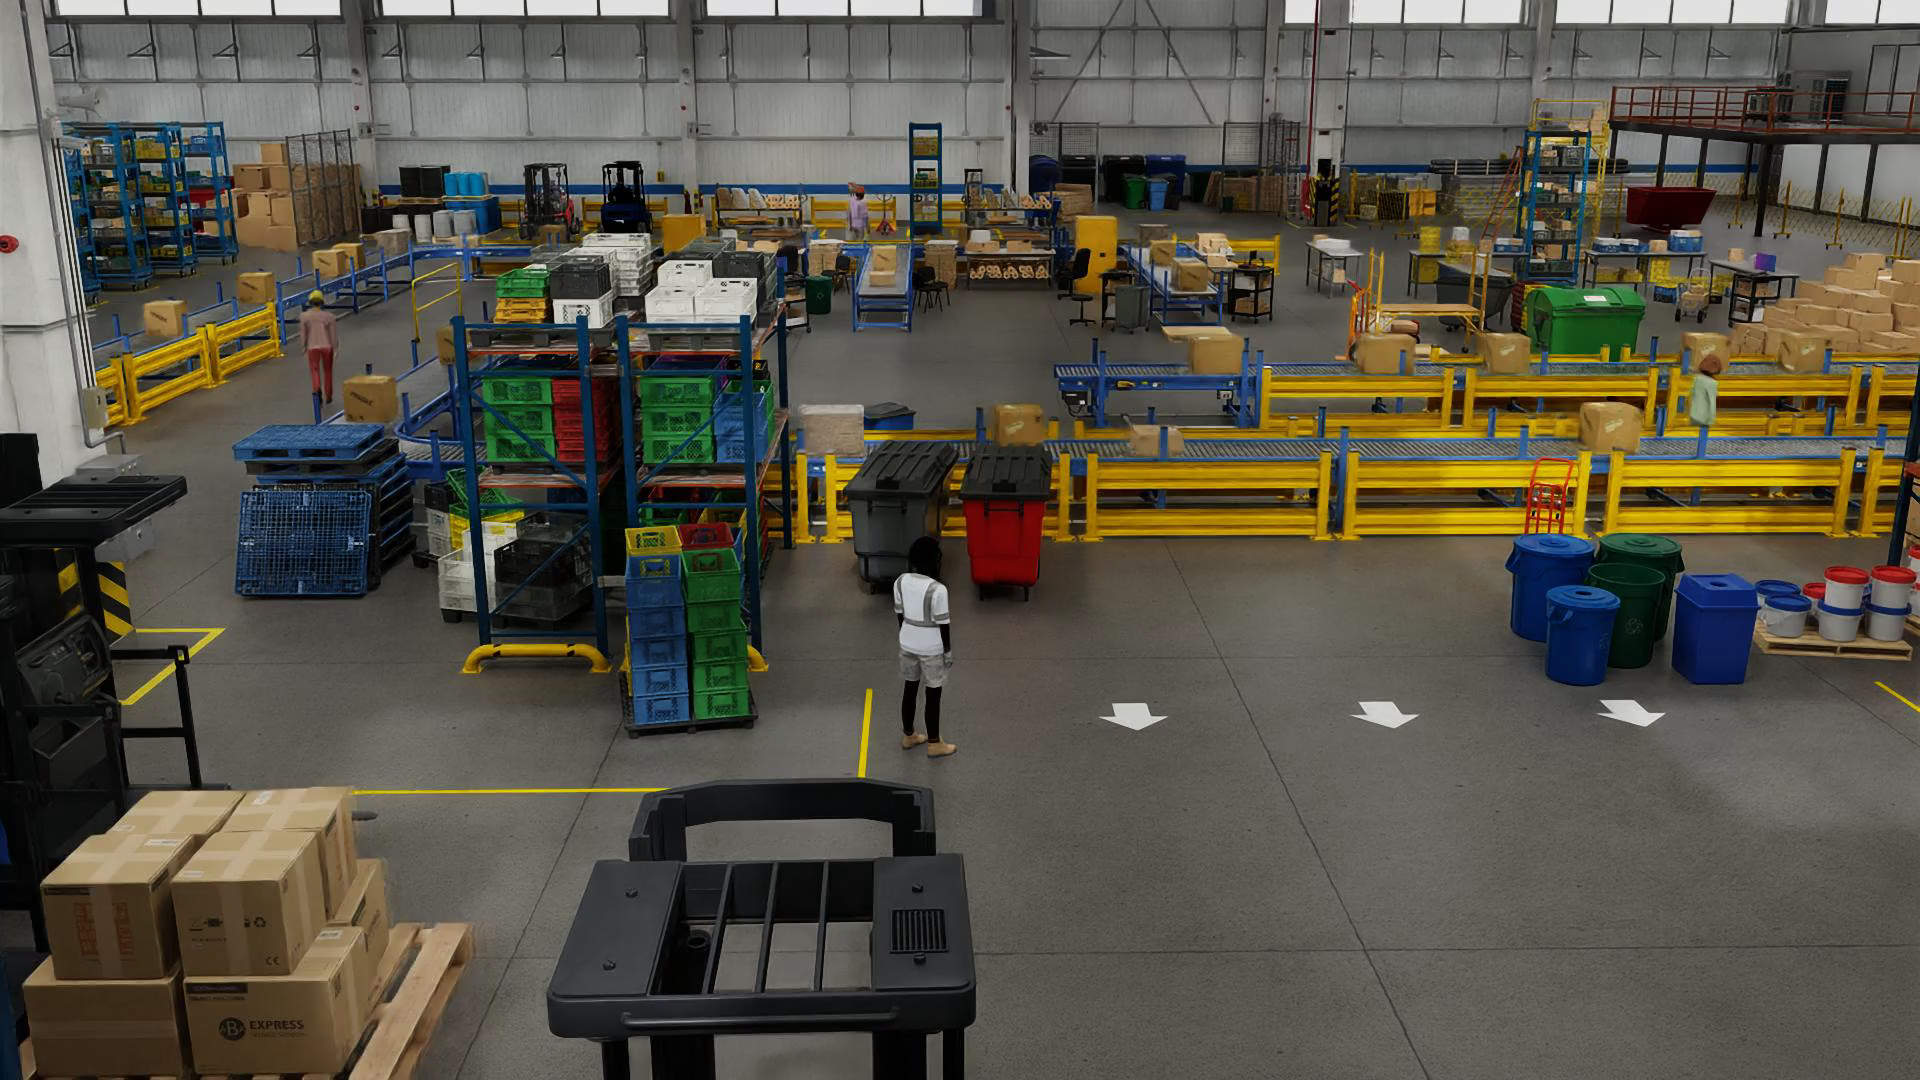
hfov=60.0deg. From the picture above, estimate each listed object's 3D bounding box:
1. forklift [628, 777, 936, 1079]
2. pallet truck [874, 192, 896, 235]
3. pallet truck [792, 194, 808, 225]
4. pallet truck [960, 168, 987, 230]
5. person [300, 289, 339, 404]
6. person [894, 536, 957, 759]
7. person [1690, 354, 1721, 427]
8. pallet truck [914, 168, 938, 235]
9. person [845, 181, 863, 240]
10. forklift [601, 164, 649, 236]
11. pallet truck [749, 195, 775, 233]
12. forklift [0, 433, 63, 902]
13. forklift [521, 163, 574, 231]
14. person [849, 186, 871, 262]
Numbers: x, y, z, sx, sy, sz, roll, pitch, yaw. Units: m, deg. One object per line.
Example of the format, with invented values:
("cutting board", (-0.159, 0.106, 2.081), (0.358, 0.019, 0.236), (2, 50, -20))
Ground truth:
("forklift", (-0.542, 2.165, 5.552), (1.129, 2.768, 1.873), (-1, 16, -2))
("pallet truck", (-2.277, -9.986, 50.594), (0.653, 1.274, 1.630), (0, 16, -1))
("pallet truck", (-4.814, -9.883, 50.259), (0.704, 1.261, 1.522), (-1, 16, -3))
("pallet truck", (0.383, -10.230, 50.206), (0.823, 1.965, 1.885), (-1, 16, -3))
("person", (-9.693, -2.914, 25.198), (0.543, 1.752, 0.485), (-5, 17, -17))
("person", (-0.262, 0.797, 12.416), (0.535, 1.697, 0.318), (14, 21, 40))
("person", (9.121, -1.480, 20.447), (0.396, 1.618, 0.526), (-1, 16, -2))
("pallet truck", (-0.989, -10.316, 50.507), (0.823, 1.965, 1.885), (1, 16, 3))
("person", (-2.973, -8.955, 45.998), (0.743, 1.877, 0.640), (-13, 21, -38))
("forklift", (-9.948, -10.127, 49.296), (1.157, 1.987, 2.680), (-1, 16, -3))
("pallet truck", (-6.051, -9.967, 50.660), (0.680, 1.201, 1.601), (0, 16, -1))
("forklift", (-5.952, 0.780, 10.366), (1.873, 2.768, 1.129), (0, 16, -1))
("forklift", (-12.233, -10.122, 49.298), (1.157, 1.987, 2.680), (0, 16, -1))
("person", (-2.511, -8.024, 42.500), (0.632, 2.020, 0.627), (-14, 21, -39))
